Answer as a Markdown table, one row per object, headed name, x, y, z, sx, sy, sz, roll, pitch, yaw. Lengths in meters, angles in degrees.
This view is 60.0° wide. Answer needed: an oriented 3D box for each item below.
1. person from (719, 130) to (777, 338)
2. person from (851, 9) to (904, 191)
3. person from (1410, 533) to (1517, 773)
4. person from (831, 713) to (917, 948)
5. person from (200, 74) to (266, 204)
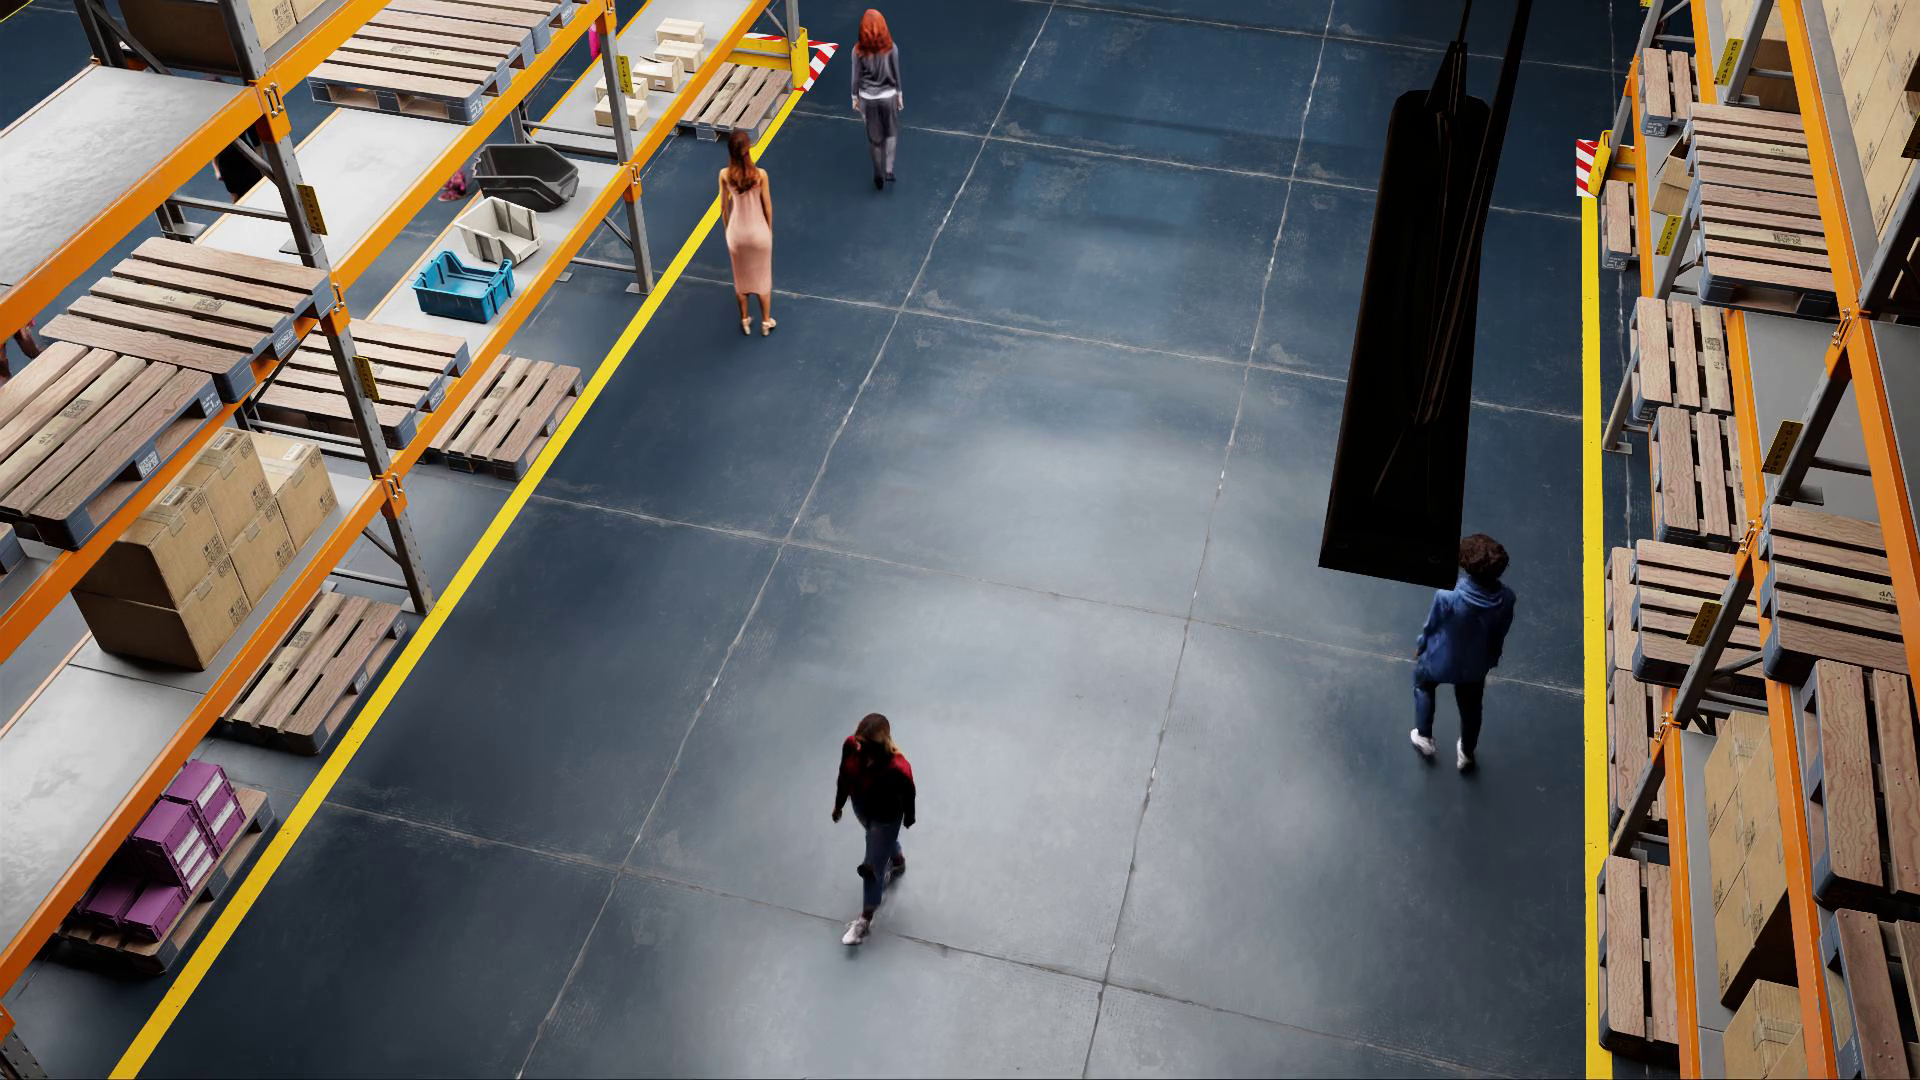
| name | x | y | z | sx | sy | sz | roll | pitch | yaw |
| --- | --- | --- | --- | --- | --- | --- | --- | --- | --- |
| person | -1.721 | -2.471 | 13.522 | 0.596 | 1.826 | 0.580 | 4 | 44 | 5 |
| person | -0.731 | -3.934 | 15.097 | 0.717 | 1.771 | 0.742 | -4 | 44 | -4 |
| person | 3.033 | 0.745 | 10.177 | 0.779 | 1.783 | 0.774 | 4 | 44 | 5 |
| person | -0.428 | 1.497 | 9.517 | 0.859 | 1.604 | 1.033 | 32 | 52 | 29 |
| person | -6.162 | -3.182 | 14.285 | 0.651 | 1.803 | 0.590 | 0 | 44 | 0 |
